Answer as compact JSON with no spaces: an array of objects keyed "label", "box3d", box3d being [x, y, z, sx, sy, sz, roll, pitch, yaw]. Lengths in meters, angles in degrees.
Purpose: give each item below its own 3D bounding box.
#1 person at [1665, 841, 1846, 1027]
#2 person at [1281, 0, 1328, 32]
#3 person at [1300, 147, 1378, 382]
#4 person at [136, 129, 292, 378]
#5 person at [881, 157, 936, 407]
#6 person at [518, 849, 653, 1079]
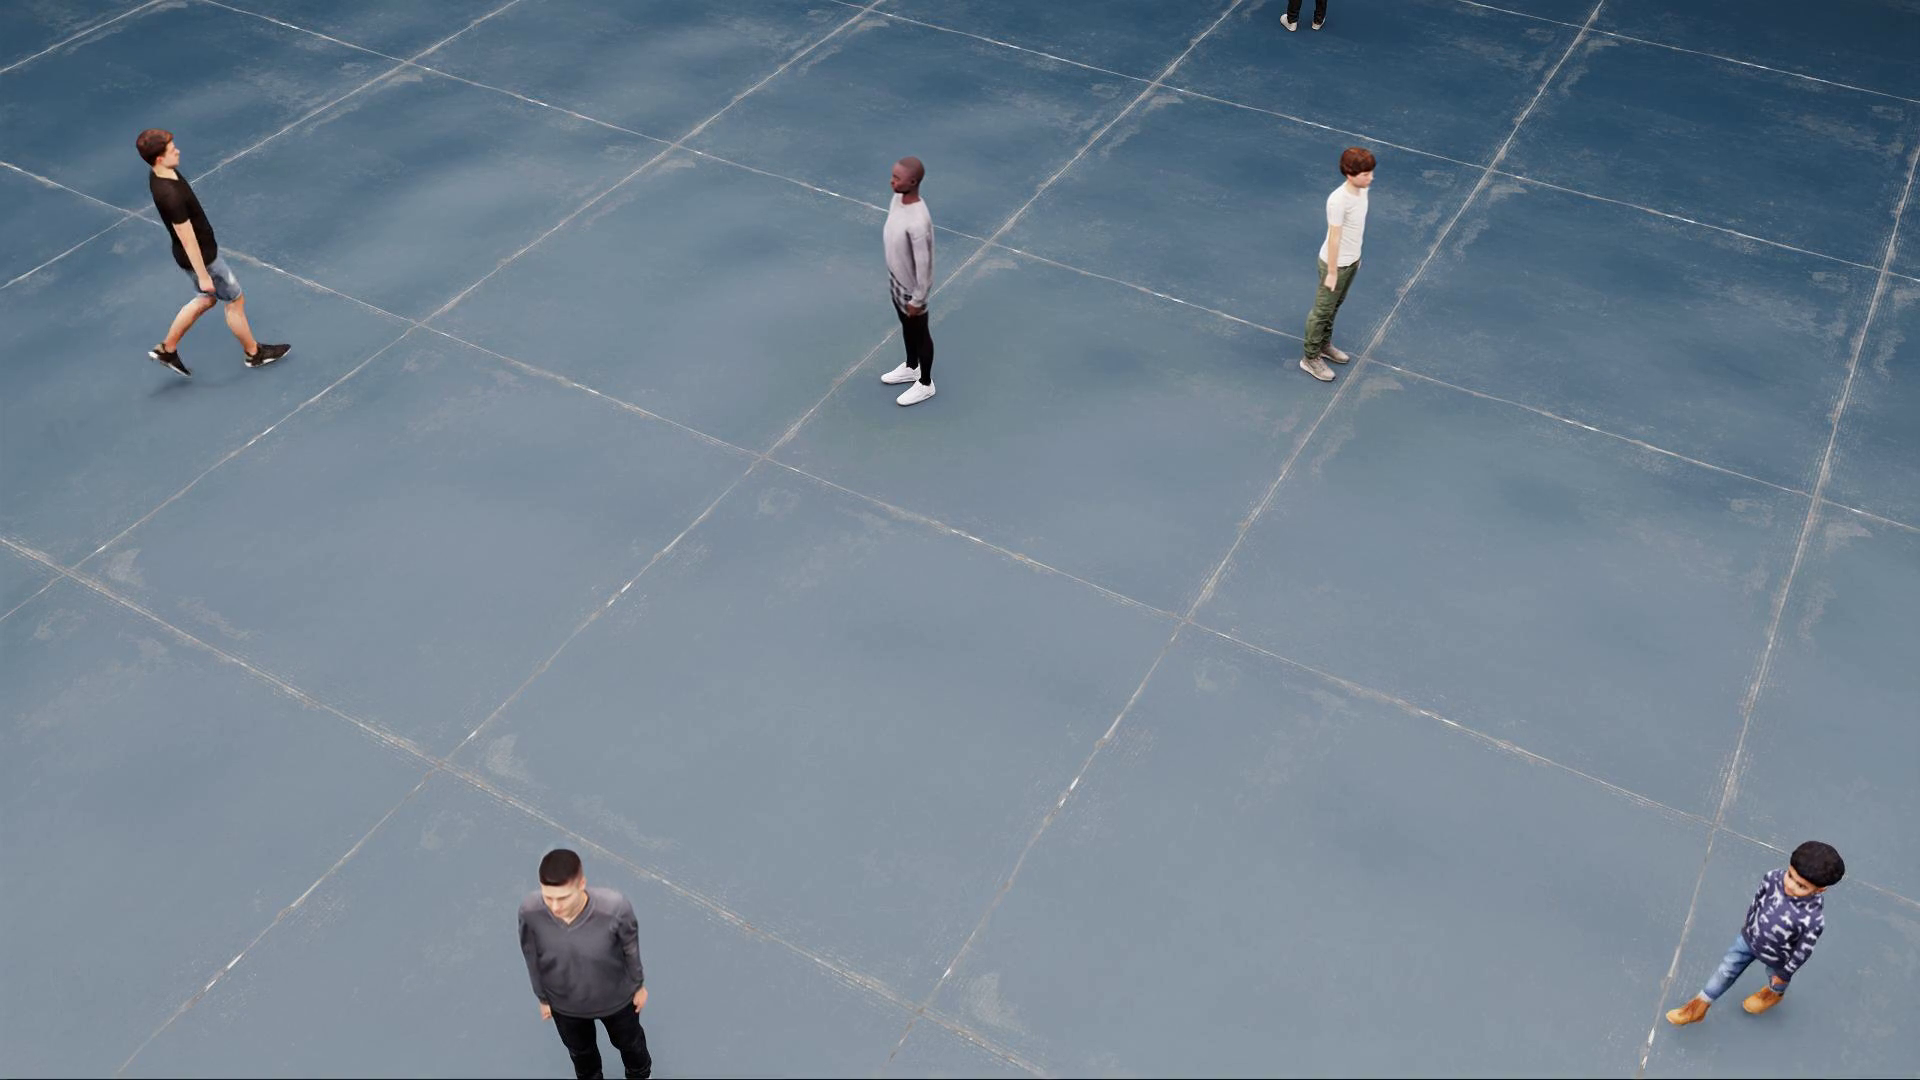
[{"label":"person","box3d":[3.660,1.759,7.381,0.915,1.222,0.794,-16,45,-17]},{"label":"person","box3d":[3.186,-5.458,14.930,0.718,1.757,0.718,-1,42,-1]},{"label":"person","box3d":[2.512,-1.853,11.036,0.642,1.655,0.489,26,48,26]},{"label":"person","box3d":[-5.085,-1.837,10.892,1.212,1.824,0.999,-23,47,-23]},{"label":"person","box3d":[-0.308,-1.682,10.761,0.728,1.771,0.693,-15,44,-16]},{"label":"person","box3d":[-1.521,1.853,6.877,0.696,1.760,0.715,-4,42,-4]}]
